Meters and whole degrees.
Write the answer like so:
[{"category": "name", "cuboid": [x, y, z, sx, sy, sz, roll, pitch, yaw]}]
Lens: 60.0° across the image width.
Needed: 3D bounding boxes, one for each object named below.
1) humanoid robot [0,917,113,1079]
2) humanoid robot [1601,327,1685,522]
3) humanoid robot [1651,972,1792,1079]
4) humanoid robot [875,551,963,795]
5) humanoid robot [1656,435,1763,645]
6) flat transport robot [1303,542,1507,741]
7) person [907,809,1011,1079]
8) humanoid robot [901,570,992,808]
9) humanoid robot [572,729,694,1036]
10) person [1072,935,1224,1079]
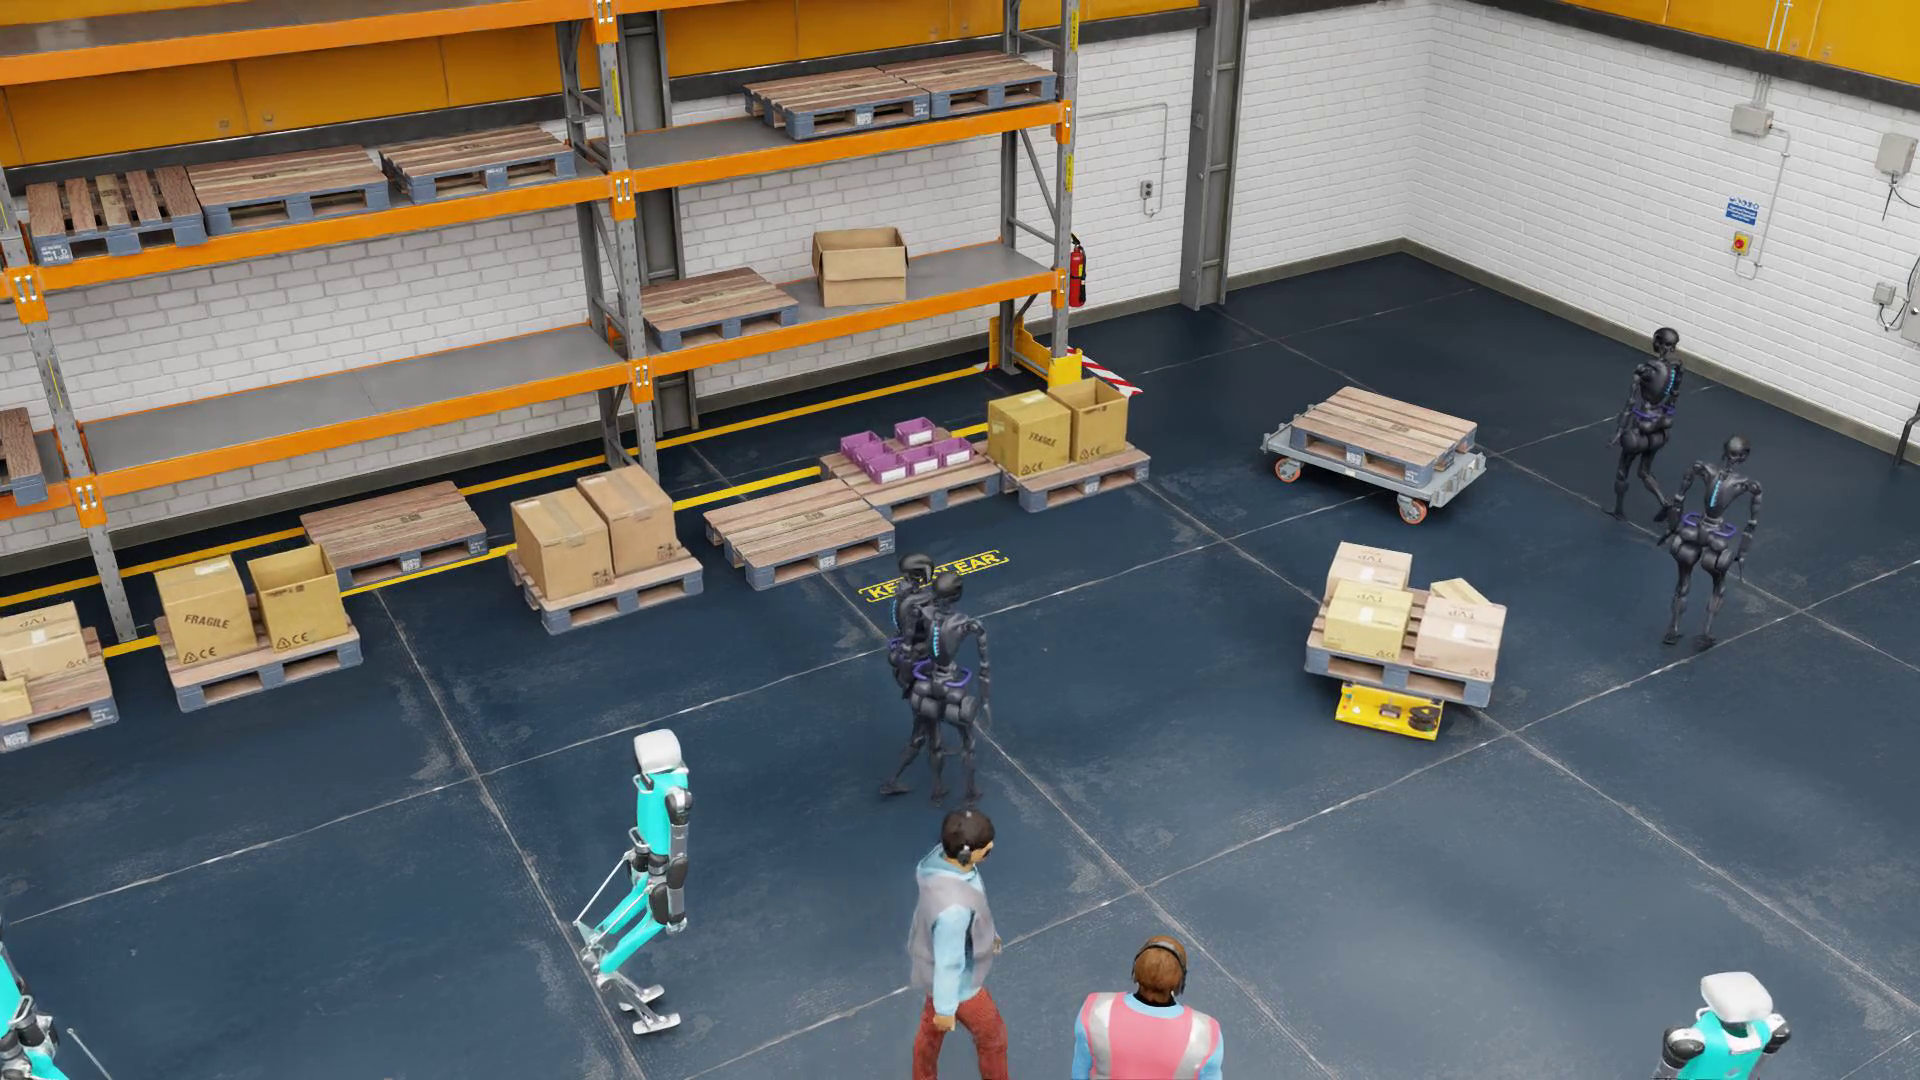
[{"category": "humanoid robot", "cuboid": [-3.951, 2.344, 7.387, 0.751, 1.838, 0.545, -5, 30, -8]}, {"category": "humanoid robot", "cuboid": [5.438, -0.857, 13.077, 0.609, 1.641, 0.555, -14, 32, -23]}, {"category": "humanoid robot", "cuboid": [3.015, 2.448, 7.217, 0.551, 1.830, 0.751, -6, 30, -11]}, {"category": "humanoid robot", "cuboid": [-0.249, 0.799, 10.173, 0.716, 1.635, 0.612, -13, 32, -22]}, {"category": "humanoid robot", "cuboid": [5.163, 0.004, 11.542, 0.612, 1.650, 0.334, 22, 36, 34]}, {"category": "flat transport robot", "cuboid": [3.046, 0.862, 11.448, 0.659, 0.231, 1.431, 11, 31, 19]}, {"category": "person", "cuboid": [0.114, 2.007, 7.809, 0.810, 1.853, 0.546, -4, 30, -6]}, {"category": "humanoid robot", "cuboid": [-0.072, 0.881, 9.985, 0.608, 1.655, 0.420, 12, 31, 20]}, {"category": "humanoid robot", "cuboid": [-1.664, 1.757, 8.279, 0.746, 1.692, 0.530, -16, 33, -26]}, {"category": "person", "cuboid": [0.789, 2.429, 7.092, 0.637, 1.830, 0.429, 7, 30, 12]}]
